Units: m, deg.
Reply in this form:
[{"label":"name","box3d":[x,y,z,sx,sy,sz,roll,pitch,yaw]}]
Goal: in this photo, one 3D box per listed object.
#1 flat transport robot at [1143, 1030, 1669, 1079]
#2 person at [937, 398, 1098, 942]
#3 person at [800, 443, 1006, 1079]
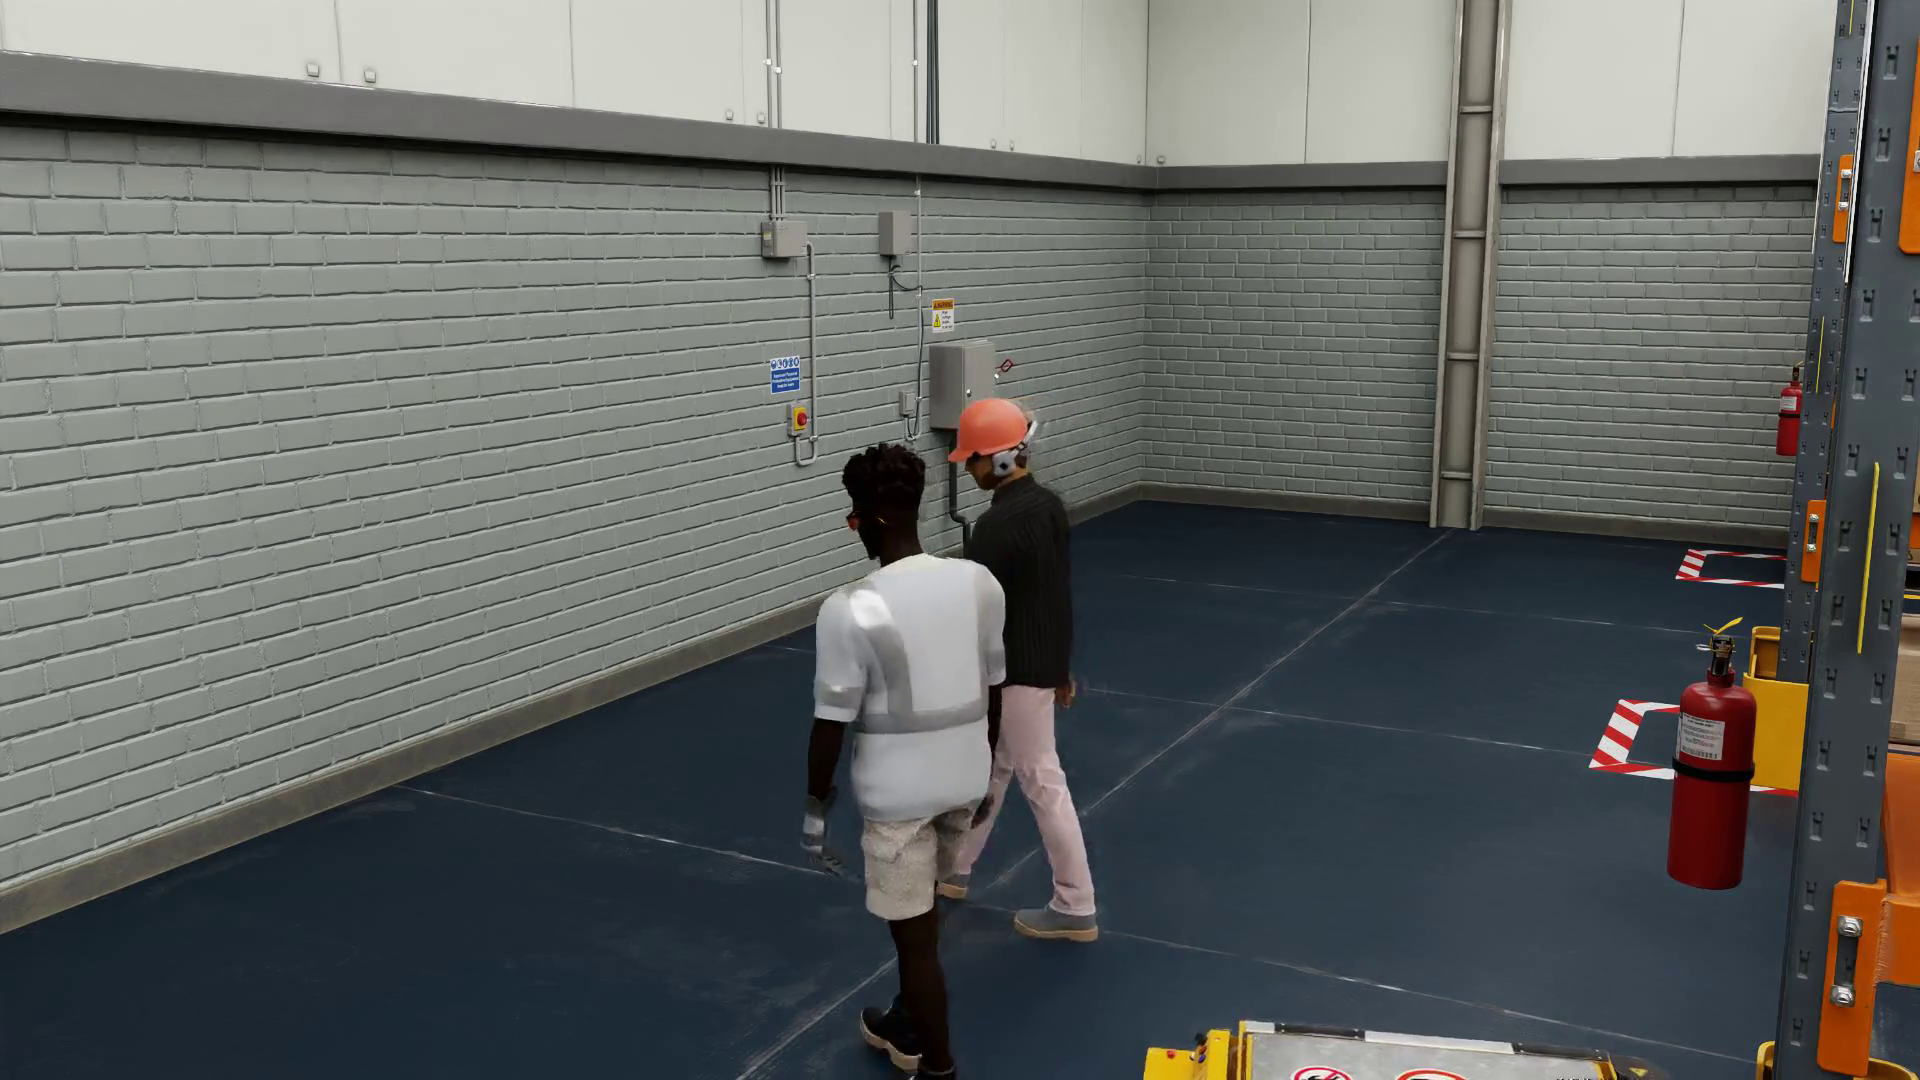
[{"label":"flat transport robot","box3d":[1.202,1.572,4.499,1.431,0.197,0.652,2,11,10]},{"label":"person","box3d":[0.093,0.461,5.994,0.957,1.937,0.613,3,11,18]},{"label":"person","box3d":[-0.212,0.678,4.801,0.629,1.935,0.773,-8,13,-39]}]
